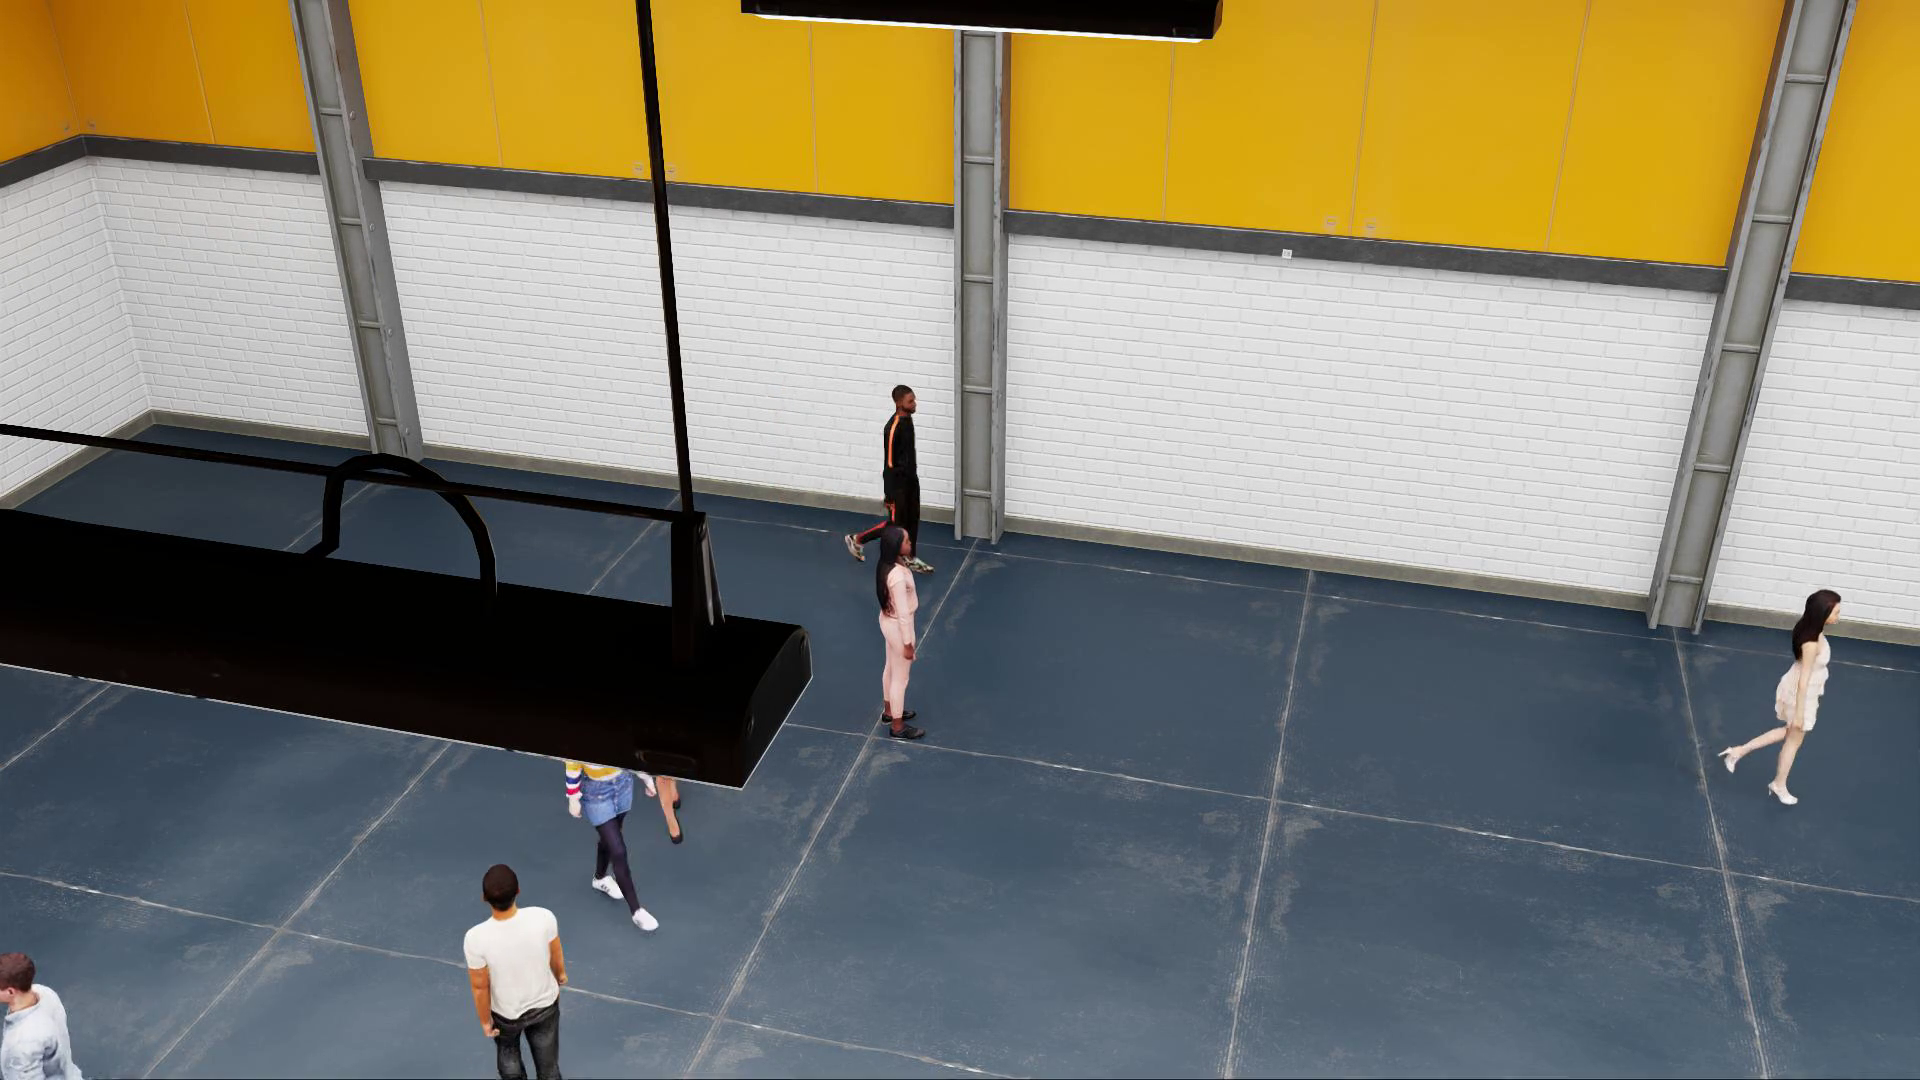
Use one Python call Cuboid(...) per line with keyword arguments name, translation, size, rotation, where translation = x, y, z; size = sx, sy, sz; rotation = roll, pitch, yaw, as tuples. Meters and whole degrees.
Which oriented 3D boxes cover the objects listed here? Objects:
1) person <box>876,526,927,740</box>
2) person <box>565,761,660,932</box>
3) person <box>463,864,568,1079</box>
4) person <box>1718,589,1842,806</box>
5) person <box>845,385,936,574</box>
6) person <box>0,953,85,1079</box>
Cuboid(name="person", translation=(-0.459, 0.668, 12.187), size=(0.698, 1.721, 0.698), rotation=(-7, 29, -12))
Cuboid(name="person", translation=(-2.276, 1.561, 10.489), size=(1.106, 1.779, 0.942), rotation=(23, 36, 36))
Cuboid(name="person", translation=(-2.285, 2.501, 8.770), size=(0.876, 1.786, 0.923), rotation=(-10, 30, -17))
Cuboid(name="person", translation=(5.684, 1.070, 11.450), size=(0.832, 1.722, 0.662), rotation=(12, 31, 21))
Cuboid(name="person", translation=(-0.609, -0.505, 14.269), size=(0.986, 1.786, 0.689), rotation=(7, 29, 12))
Cuboid(name="person", translation=(-4.382, 2.778, 8.210), size=(1.151, 1.825, 1.050), rotation=(-12, 31, -21))
